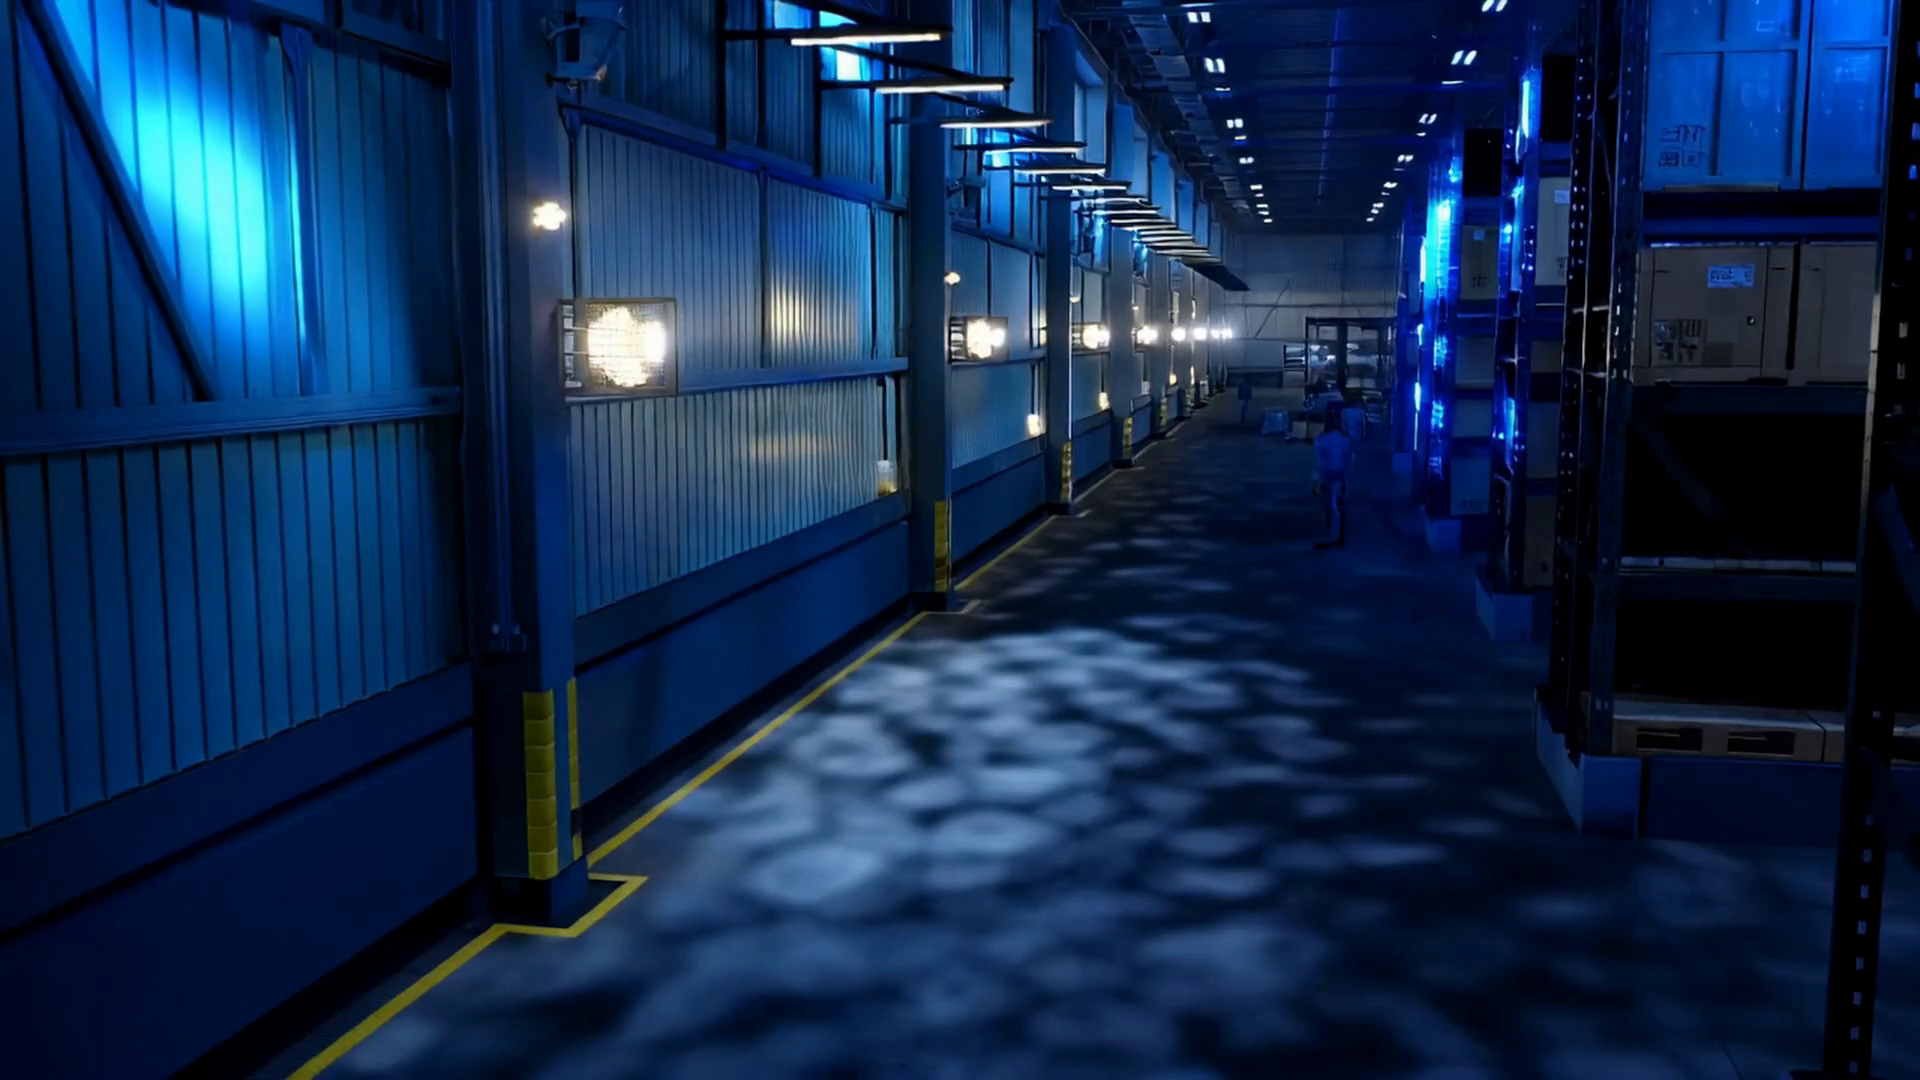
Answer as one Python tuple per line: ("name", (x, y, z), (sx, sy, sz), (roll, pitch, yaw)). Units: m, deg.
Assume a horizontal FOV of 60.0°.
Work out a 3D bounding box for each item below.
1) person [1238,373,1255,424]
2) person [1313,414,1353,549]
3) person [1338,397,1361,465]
("person", (9.682, -4.787, 56.263), (0.562, 1.730, 0.603), (2, 7, 14))
("person", (5.328, -0.839, 23.844), (0.635, 1.938, 0.359), (-4, 8, -28))
("person", (8.890, -2.452, 38.027), (0.527, 1.617, 0.660), (2, 7, 18))
